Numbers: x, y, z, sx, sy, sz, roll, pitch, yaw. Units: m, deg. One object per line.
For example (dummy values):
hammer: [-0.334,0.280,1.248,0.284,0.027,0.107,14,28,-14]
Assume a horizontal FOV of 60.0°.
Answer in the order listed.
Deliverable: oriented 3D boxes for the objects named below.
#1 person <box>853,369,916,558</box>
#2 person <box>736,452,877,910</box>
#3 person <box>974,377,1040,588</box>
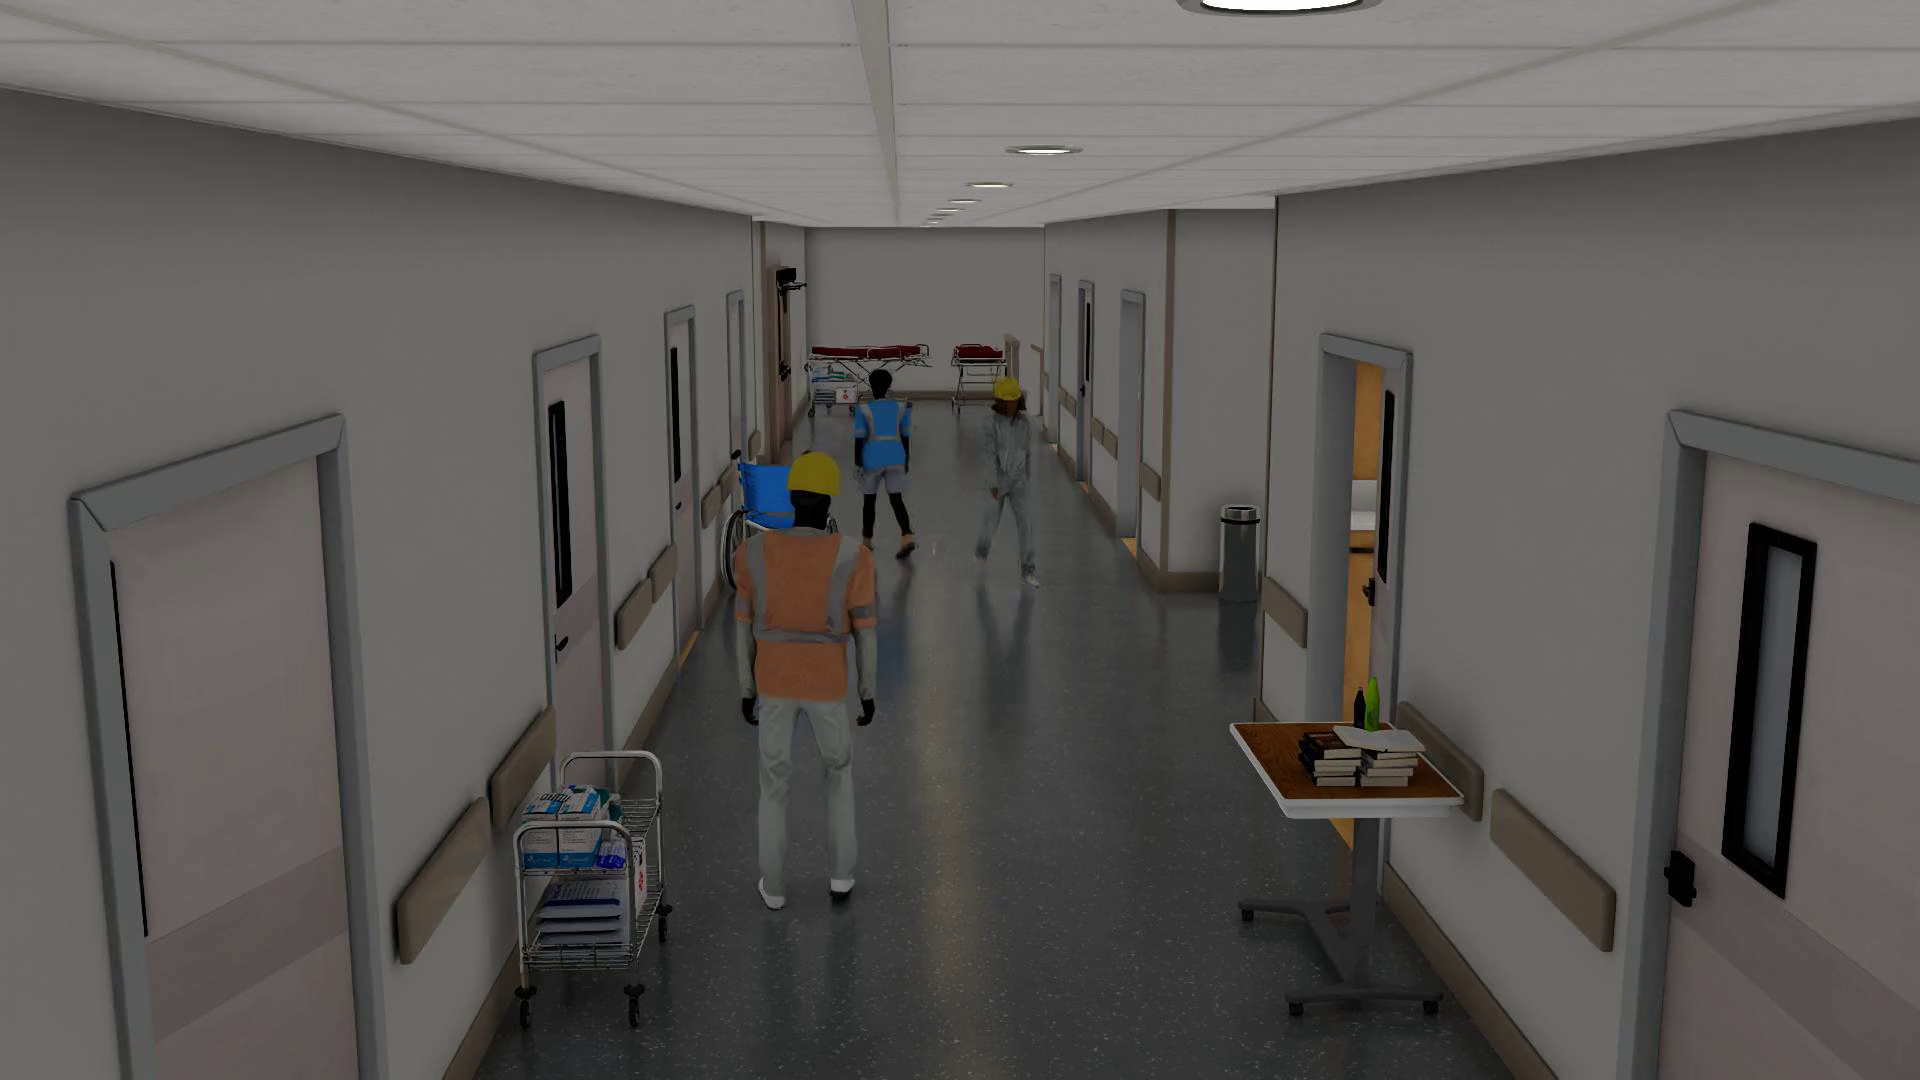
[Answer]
person: [-0.666,-0.679,14.729,0.568,1.651,0.852,-4,11,-20]
person: [-0.639,0.588,6.982,0.589,1.901,0.490,1,10,4]
person: [0.361,-0.498,13.607,0.476,1.693,0.878,-4,11,-22]
